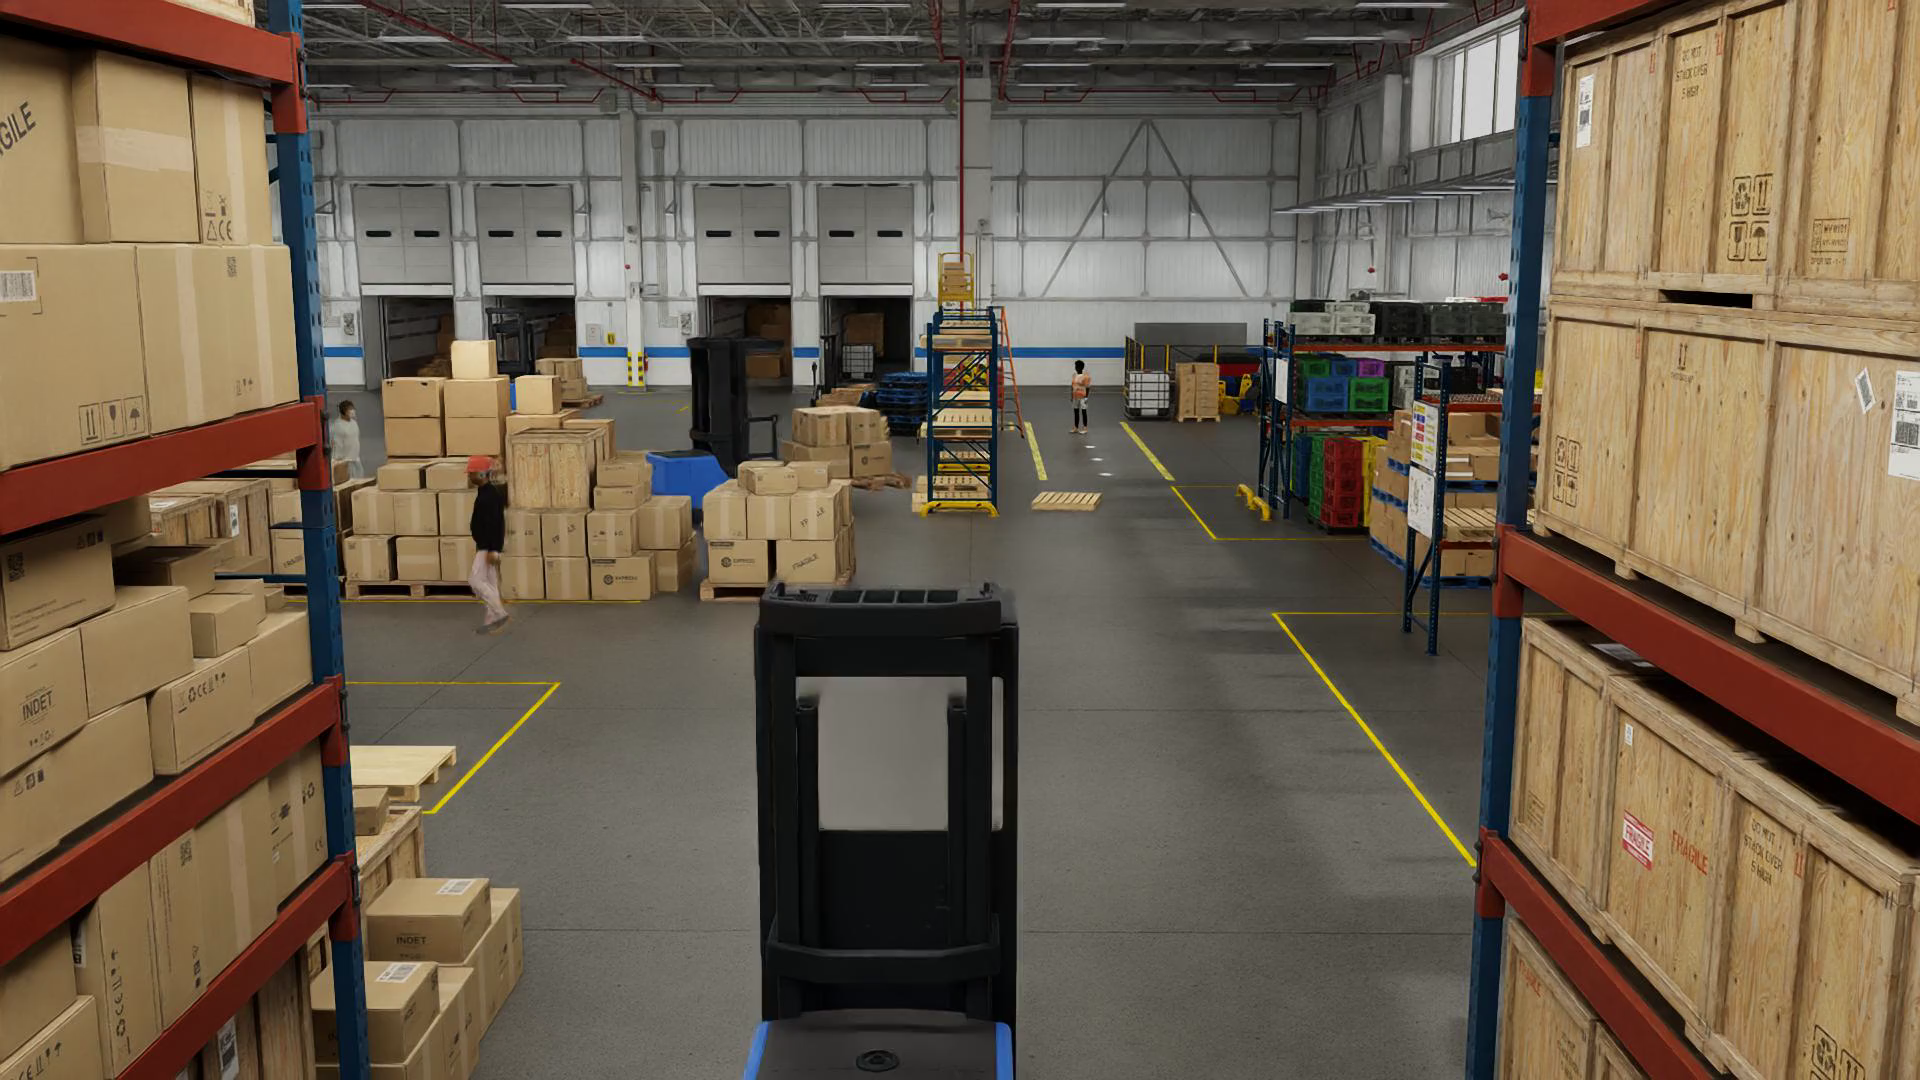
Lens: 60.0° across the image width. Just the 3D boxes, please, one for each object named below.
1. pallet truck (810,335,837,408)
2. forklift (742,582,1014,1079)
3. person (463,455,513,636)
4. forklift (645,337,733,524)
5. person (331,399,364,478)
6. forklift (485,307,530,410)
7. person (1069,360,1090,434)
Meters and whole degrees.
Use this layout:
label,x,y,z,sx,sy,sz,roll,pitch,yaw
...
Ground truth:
label,x,y,z,sx,sy,sz,roll,pitch,yaw
pallet truck,-3.021,-4.312,43.126,1.885,1.965,0.823,3,10,17
forklift,-0.304,1.559,6.707,1.129,2.768,1.873,0,10,1
person,-5.117,0.067,17.903,0.435,1.980,0.659,-3,10,-19
forklift,-3.817,-1.683,25.412,1.873,2.768,1.129,-6,12,-31
person,-9.362,-1.184,25.301,0.640,1.922,0.633,2,10,9
forklift,-10.754,-4.150,39.646,1.129,2.768,1.873,0,10,1
person,2.727,-3.249,37.872,0.320,1.692,0.531,-9,13,-43
